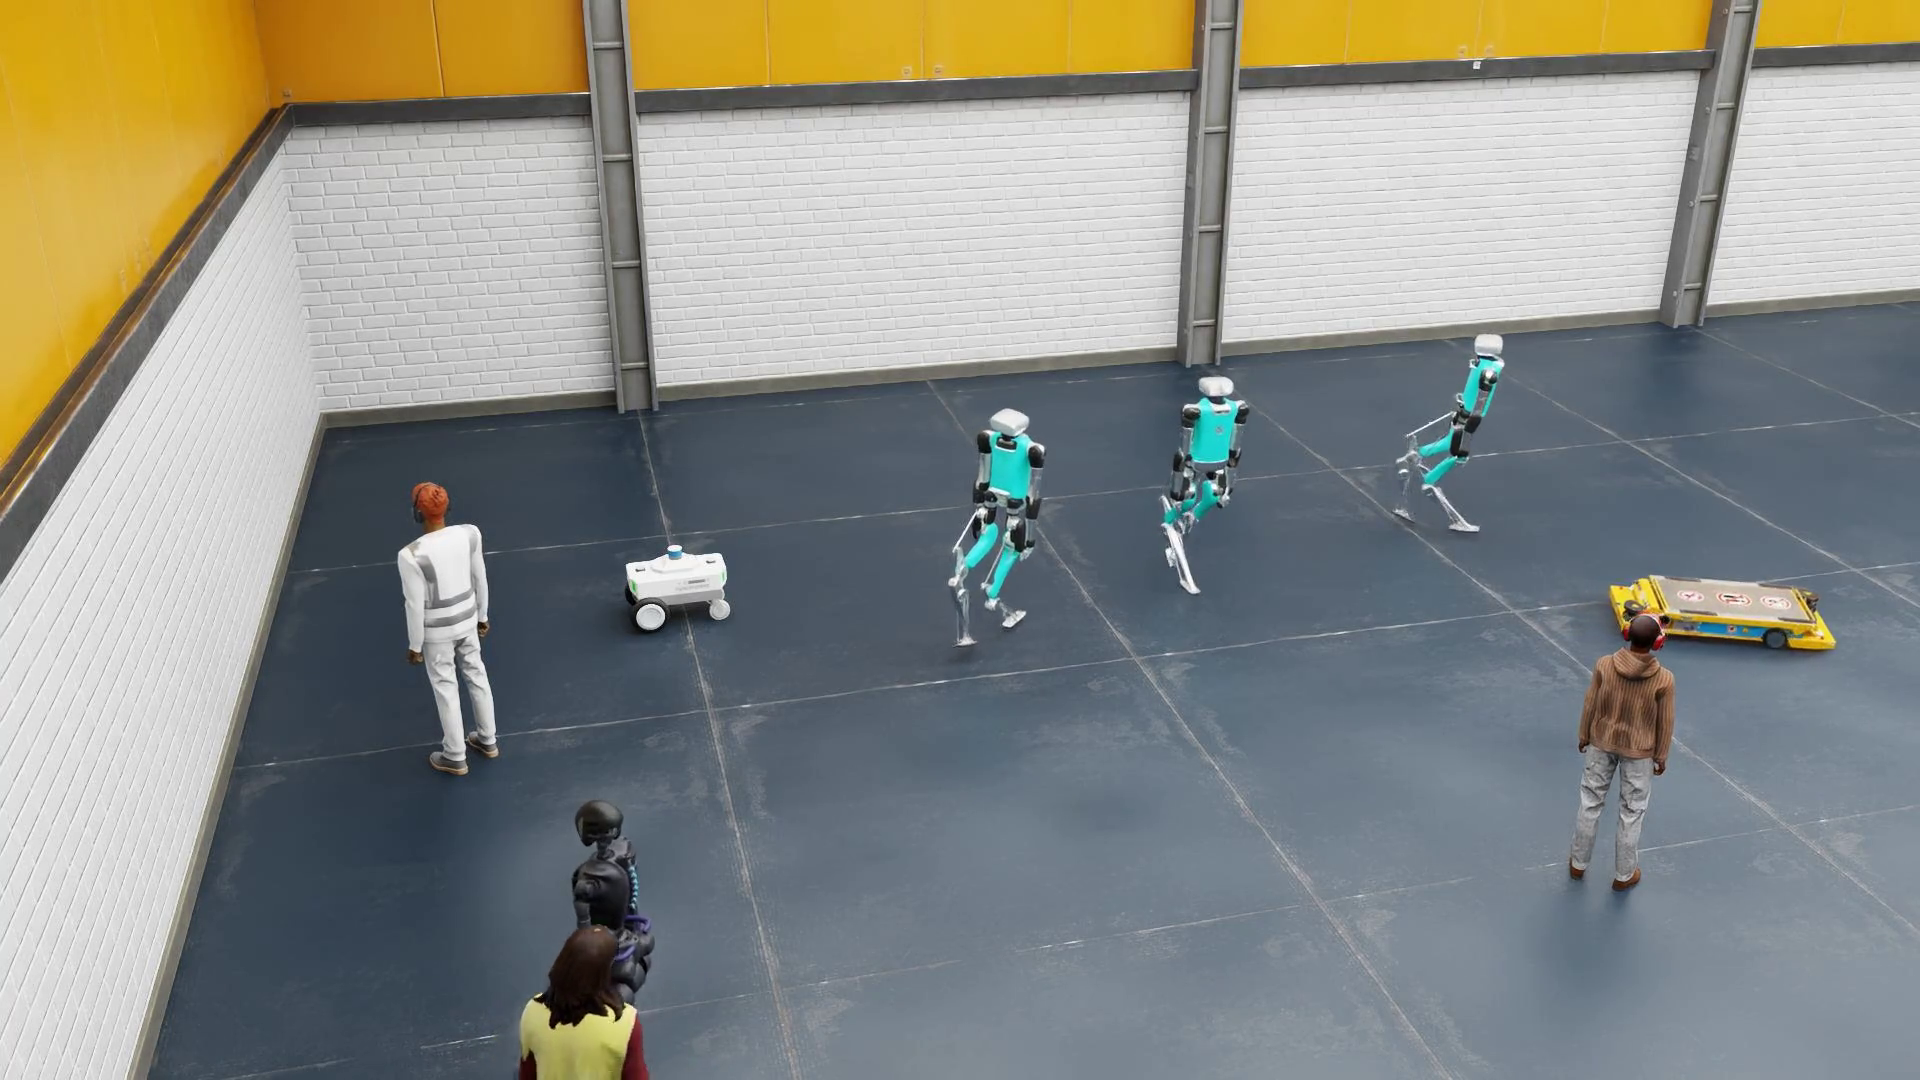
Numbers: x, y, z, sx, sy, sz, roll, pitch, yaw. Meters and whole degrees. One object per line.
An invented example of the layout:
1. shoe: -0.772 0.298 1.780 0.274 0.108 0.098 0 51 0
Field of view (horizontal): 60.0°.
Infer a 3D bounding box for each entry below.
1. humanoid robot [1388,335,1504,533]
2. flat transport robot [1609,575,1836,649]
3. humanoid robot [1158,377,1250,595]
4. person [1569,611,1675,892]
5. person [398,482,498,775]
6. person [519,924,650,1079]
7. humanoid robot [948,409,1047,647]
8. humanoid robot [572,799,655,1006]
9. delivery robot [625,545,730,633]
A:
1. humanoid robot: 3.812 -0.834 13.451 0.959 1.756 0.597 5 24 12
2. flat transport robot: 5.558 0.526 12.165 1.431 0.231 0.659 5 24 10
3. humanoid robot: 1.729 -0.444 12.625 0.555 1.835 0.886 -8 25 -18
4. person: 3.591 1.148 9.032 0.470 1.651 0.311 14 27 29
5. person: -3.120 0.537 10.137 0.343 1.882 0.586 17 29 33
6. person: -1.437 2.267 6.426 0.522 1.710 0.949 6 25 14
7. humanoid robot: 0.192 0.016 11.567 0.548 1.772 1.039 15 28 30
8. humanoid robot: -1.578 1.890 7.354 0.617 1.640 0.608 5 24 12
9. delivery robot: -2.105 0.340 12.251 0.804 0.610 0.499 -7 25 -15
